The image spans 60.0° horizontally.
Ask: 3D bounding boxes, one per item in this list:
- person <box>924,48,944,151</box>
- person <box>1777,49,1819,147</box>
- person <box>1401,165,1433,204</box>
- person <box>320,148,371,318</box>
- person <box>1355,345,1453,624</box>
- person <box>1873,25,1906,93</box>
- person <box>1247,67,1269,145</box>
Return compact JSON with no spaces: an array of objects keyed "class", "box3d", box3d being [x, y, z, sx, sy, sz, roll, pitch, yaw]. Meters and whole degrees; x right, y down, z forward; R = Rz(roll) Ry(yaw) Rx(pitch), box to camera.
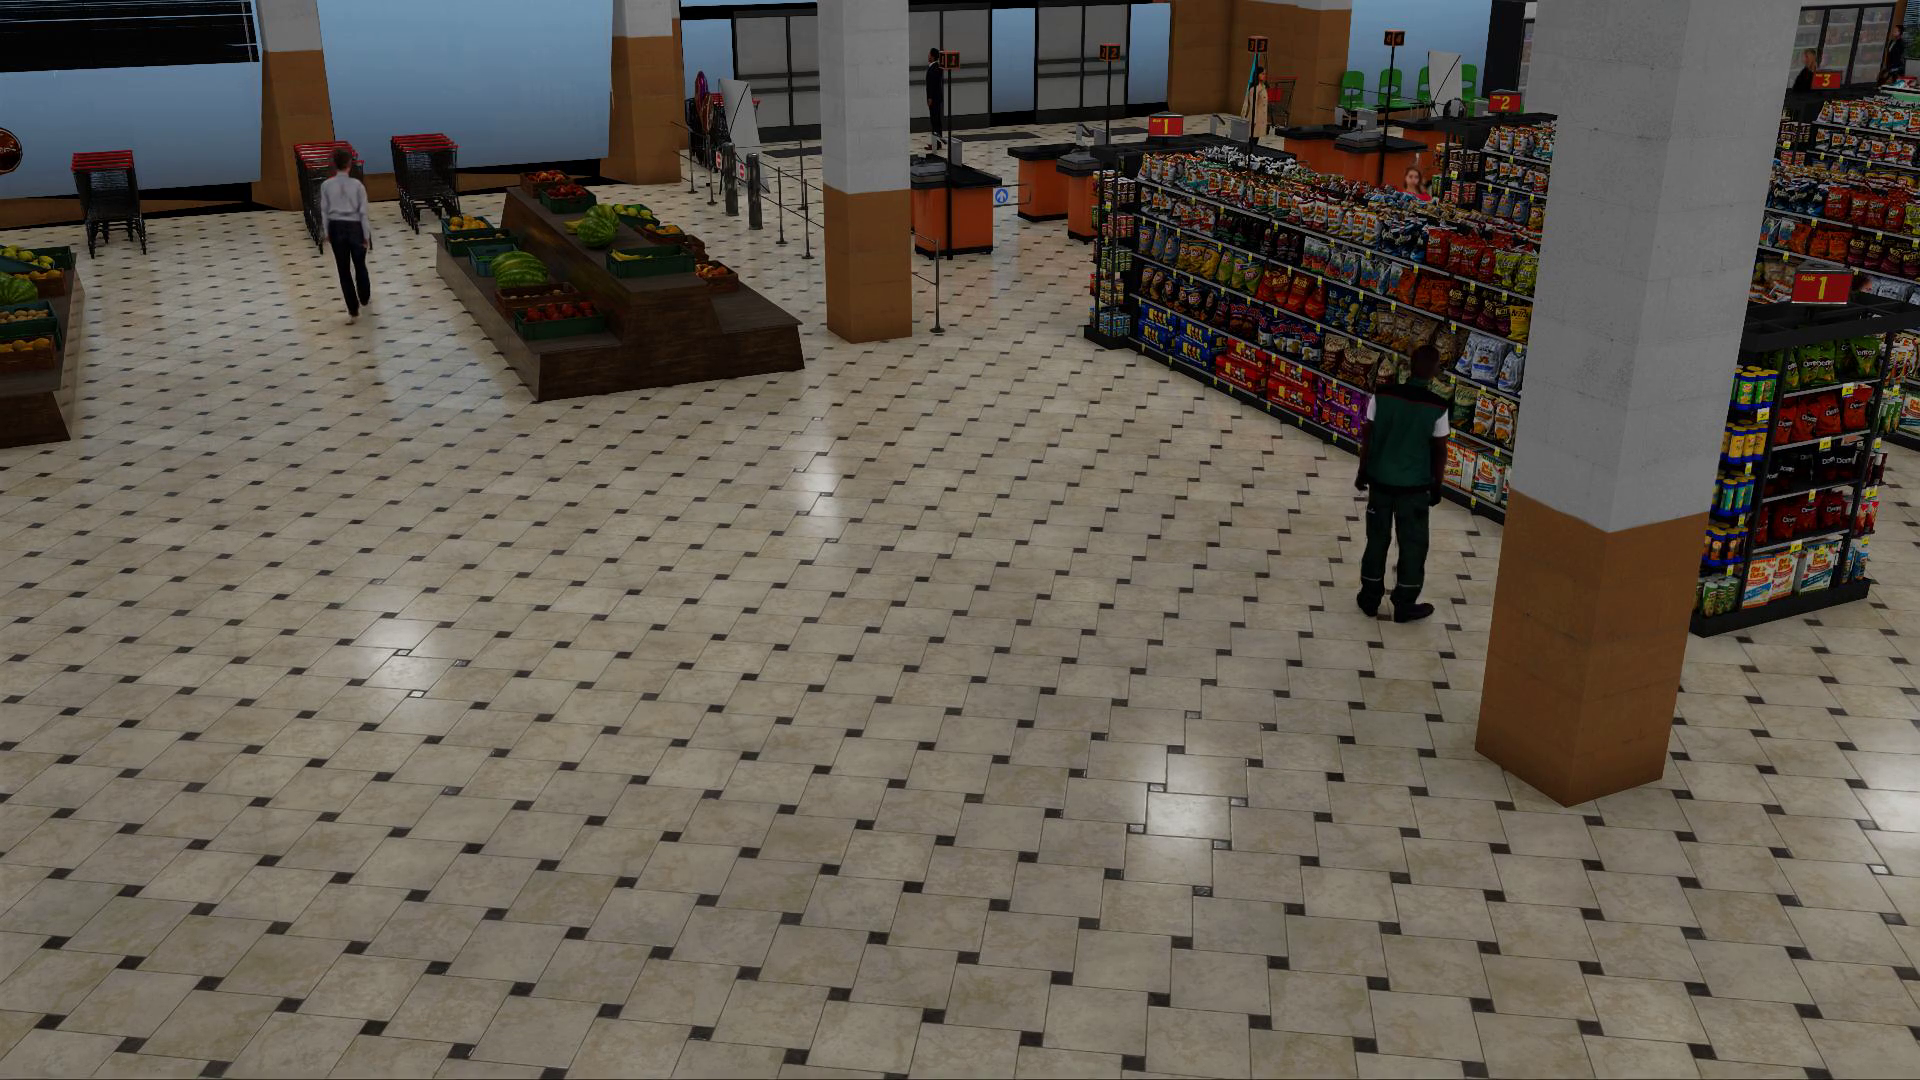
[{"class":"person","box3d":[-0.437,-7.734,29.169,0.768,1.727,0.684,5,23,13]},{"class":"person","box3d":[14.403,-7.386,28.261,0.722,1.757,1.216,-14,26,-31]},{"class":"person","box3d":[4.801,-3.141,17.795,0.880,1.684,1.096,1,22,2]},{"class":"person","box3d":[-6.665,-3.296,18.059,0.780,1.774,1.219,-6,23,-15]},{"class":"person","box3d":[2.803,-0.365,10.698,0.776,1.825,0.878,7,23,18]},{"class":"person","box3d":[18.231,-9.055,32.386,0.775,1.779,1.150,-5,22,-13]},{"class":"person","box3d":[4.765,-6.763,26.812,0.740,1.682,0.718,11,25,26]}]
